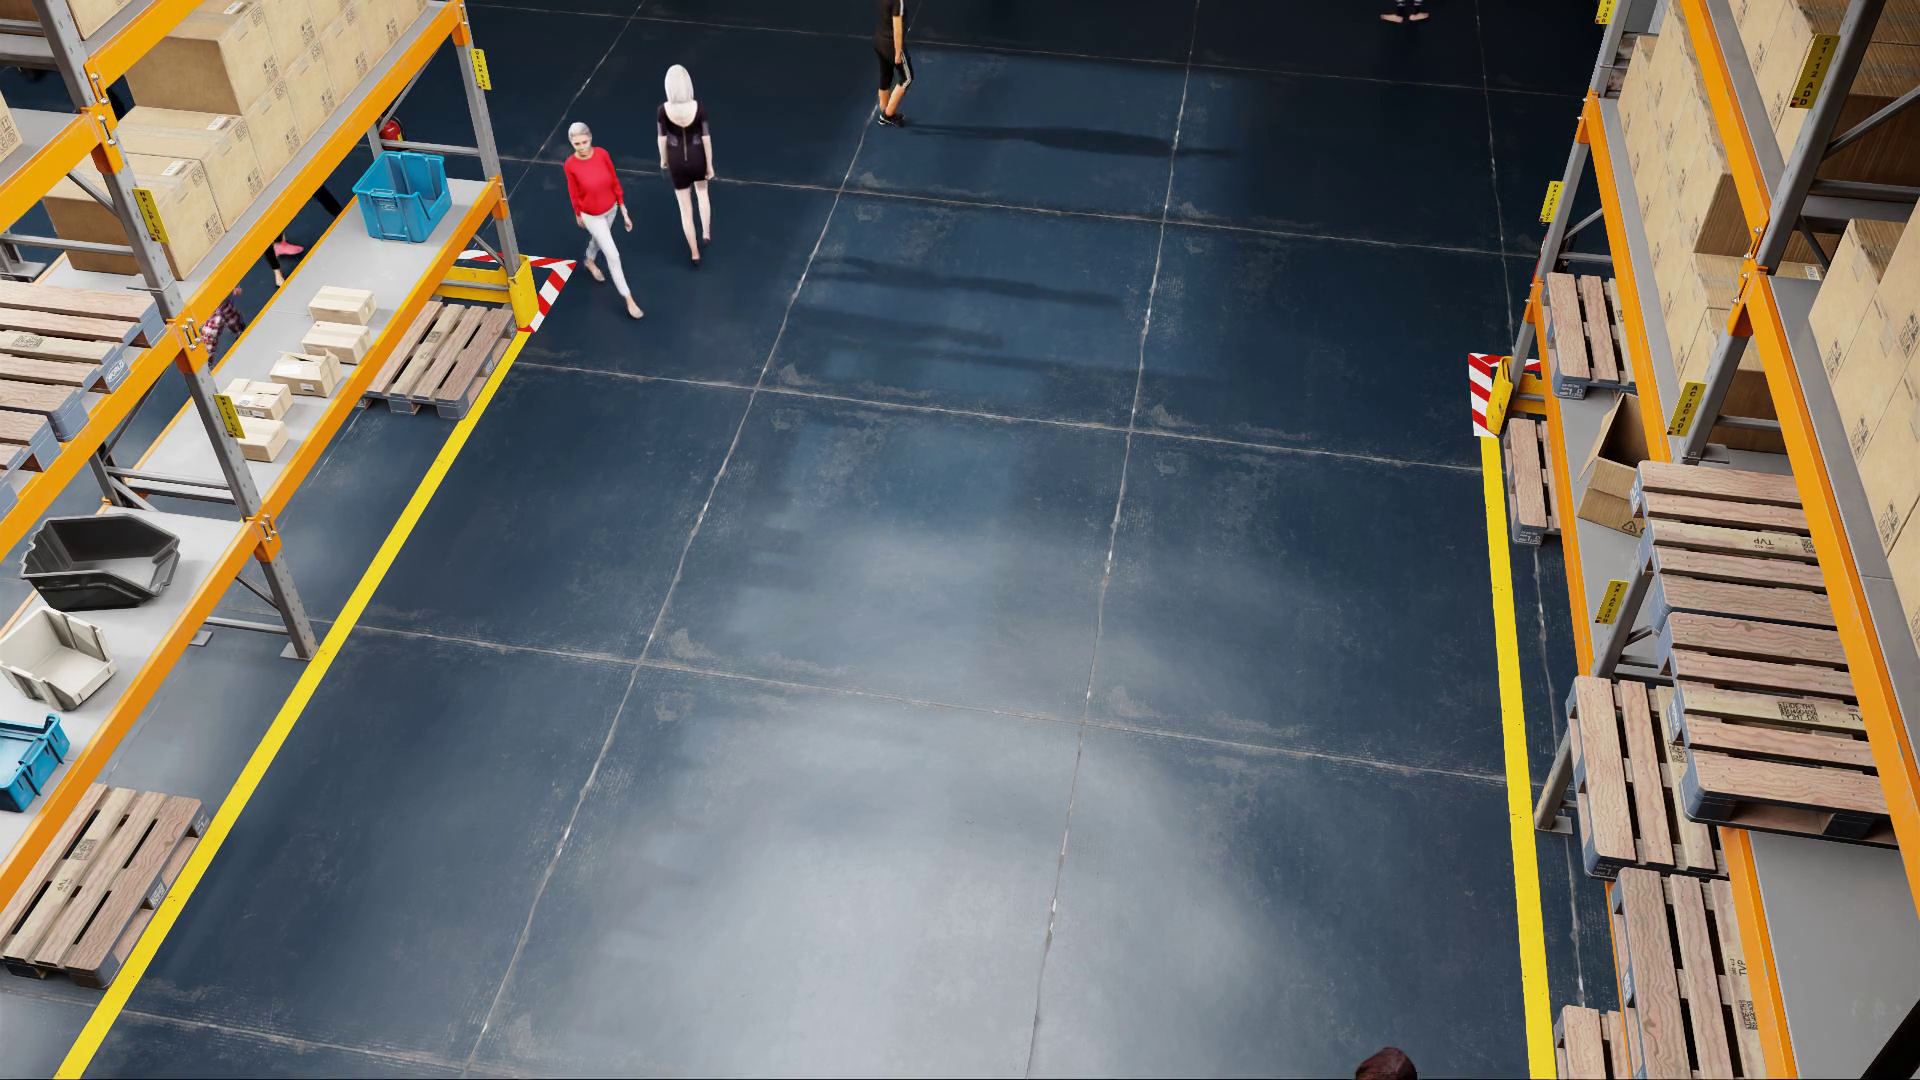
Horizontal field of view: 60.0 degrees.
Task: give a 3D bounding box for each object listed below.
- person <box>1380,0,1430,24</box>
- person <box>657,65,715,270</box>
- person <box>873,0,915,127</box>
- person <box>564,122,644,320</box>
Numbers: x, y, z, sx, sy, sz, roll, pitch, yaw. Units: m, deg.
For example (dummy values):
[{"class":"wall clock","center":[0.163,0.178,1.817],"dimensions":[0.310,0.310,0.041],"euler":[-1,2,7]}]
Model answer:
[{"class":"person","center":[4.846,-6.224,17.331],"dimensions":[0.711,1.696,0.582],"euler":[11,45,11]},{"class":"person","center":[-2.273,-3.079,13.946],"dimensions":[0.730,1.812,0.808],"euler":[-10,45,-11]},{"class":"person","center":[-0.726,-4.678,15.737],"dimensions":[0.771,1.656,0.698],"euler":[-21,47,-20]},{"class":"person","center":[-3.003,-2.706,13.678],"dimensions":[1.128,1.641,1.127],"euler":[-29,51,-27]}]
